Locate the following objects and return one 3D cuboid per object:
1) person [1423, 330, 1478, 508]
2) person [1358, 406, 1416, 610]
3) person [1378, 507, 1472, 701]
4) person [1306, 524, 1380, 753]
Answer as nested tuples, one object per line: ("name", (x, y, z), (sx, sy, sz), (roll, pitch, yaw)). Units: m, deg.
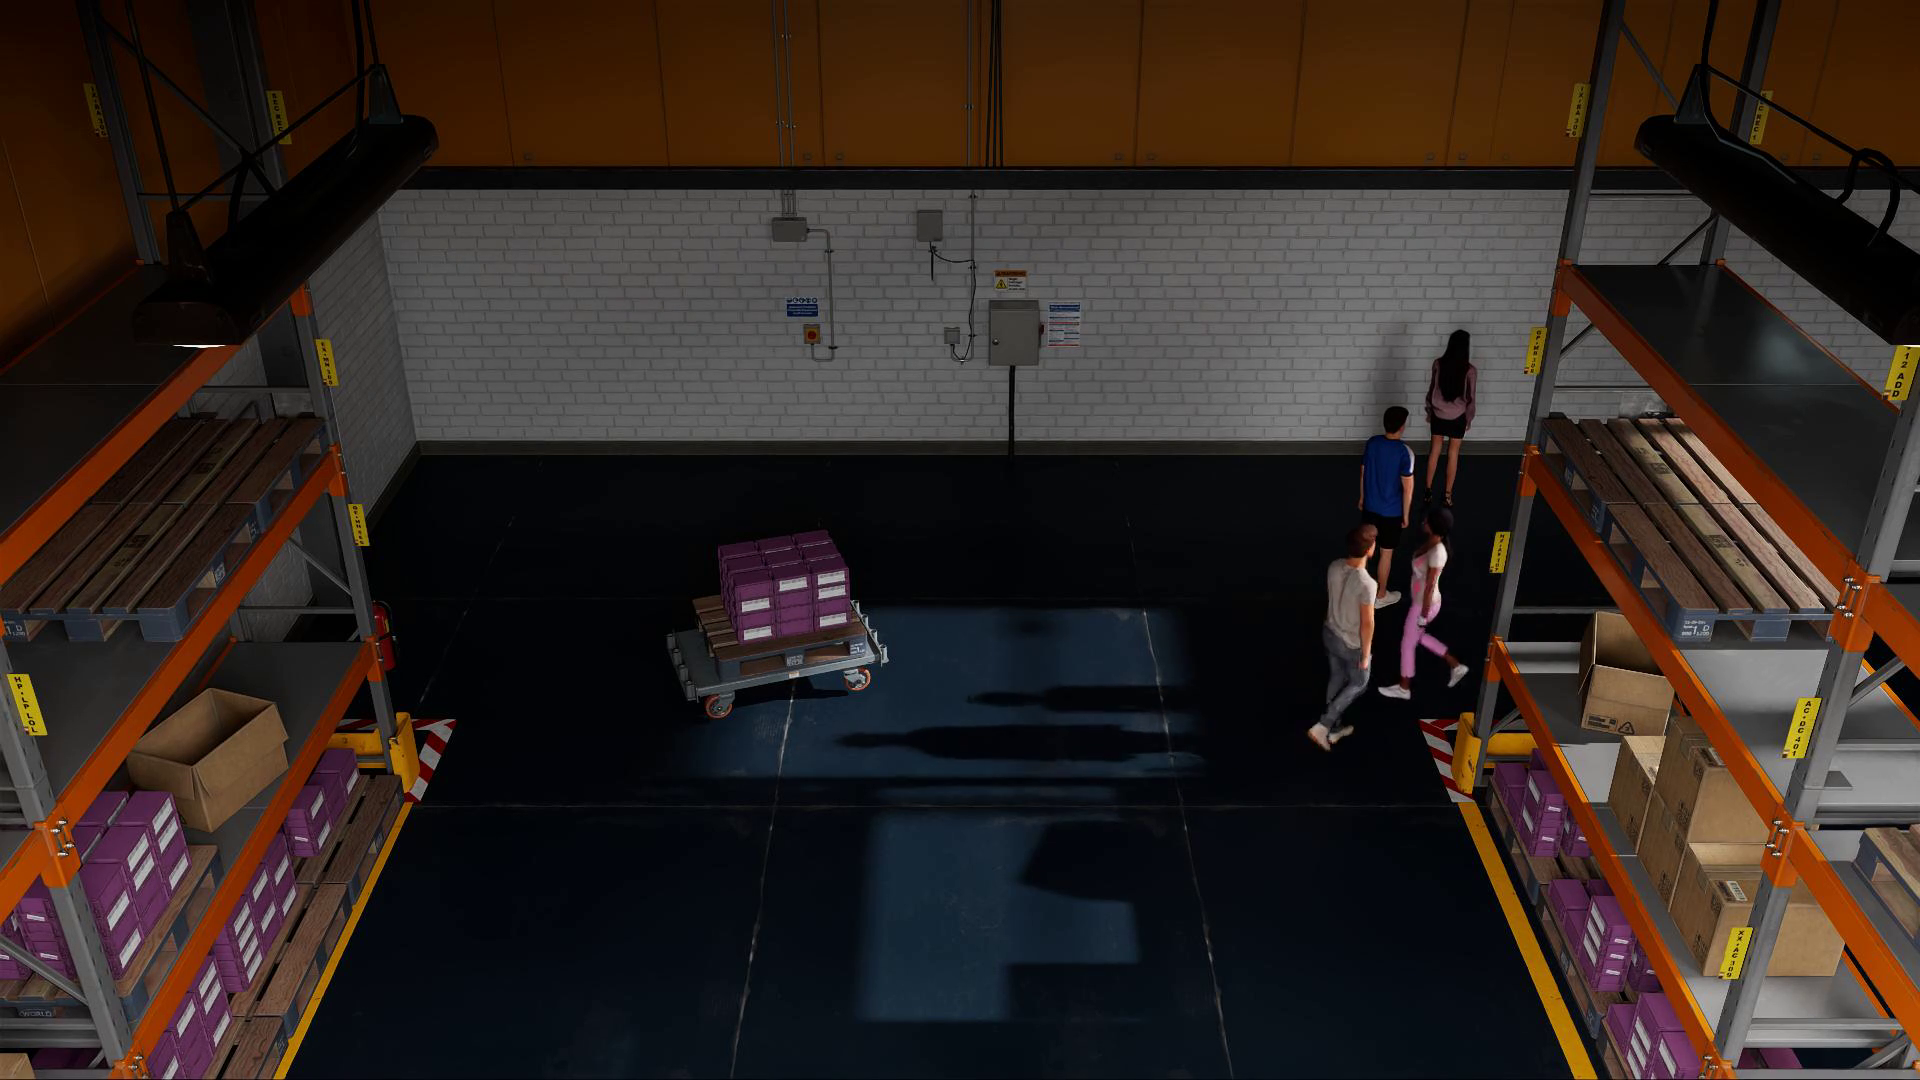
("person", (4.727, -1.168, 16.094), (0.707, 1.811, 0.712), (17, 33, 28))
("person", (3.673, -0.307, 14.458), (0.741, 1.865, 0.800), (25, 37, 38))
("person", (3.736, 0.531, 13.065), (0.810, 1.729, 0.925), (8, 30, 15))
("person", (2.829, 0.769, 12.473), (0.953, 1.878, 0.926), (-16, 32, -27))
